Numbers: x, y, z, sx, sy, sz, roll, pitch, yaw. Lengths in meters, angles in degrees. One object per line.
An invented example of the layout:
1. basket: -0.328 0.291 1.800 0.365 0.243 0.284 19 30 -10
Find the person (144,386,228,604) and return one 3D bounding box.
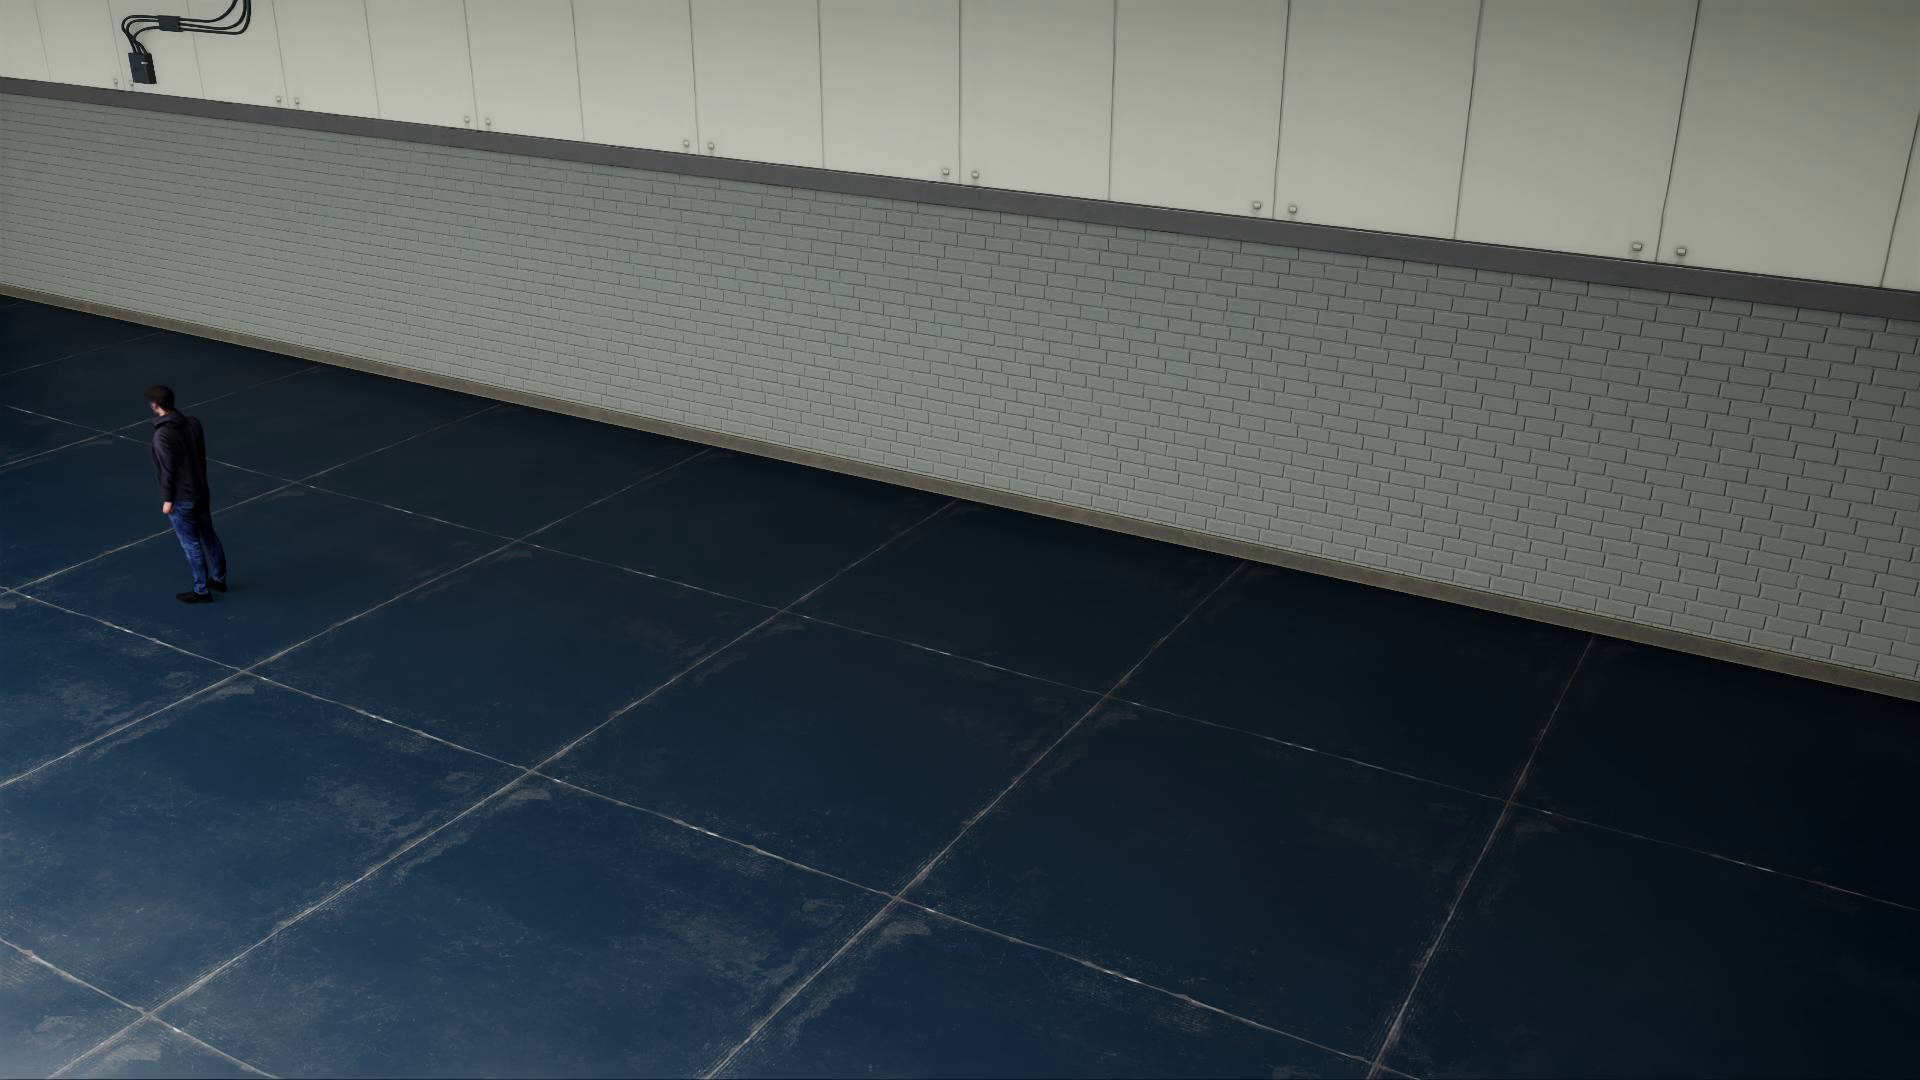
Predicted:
1. person: -6.437 -0.390 13.861 0.795 1.889 0.617 5 24 12
